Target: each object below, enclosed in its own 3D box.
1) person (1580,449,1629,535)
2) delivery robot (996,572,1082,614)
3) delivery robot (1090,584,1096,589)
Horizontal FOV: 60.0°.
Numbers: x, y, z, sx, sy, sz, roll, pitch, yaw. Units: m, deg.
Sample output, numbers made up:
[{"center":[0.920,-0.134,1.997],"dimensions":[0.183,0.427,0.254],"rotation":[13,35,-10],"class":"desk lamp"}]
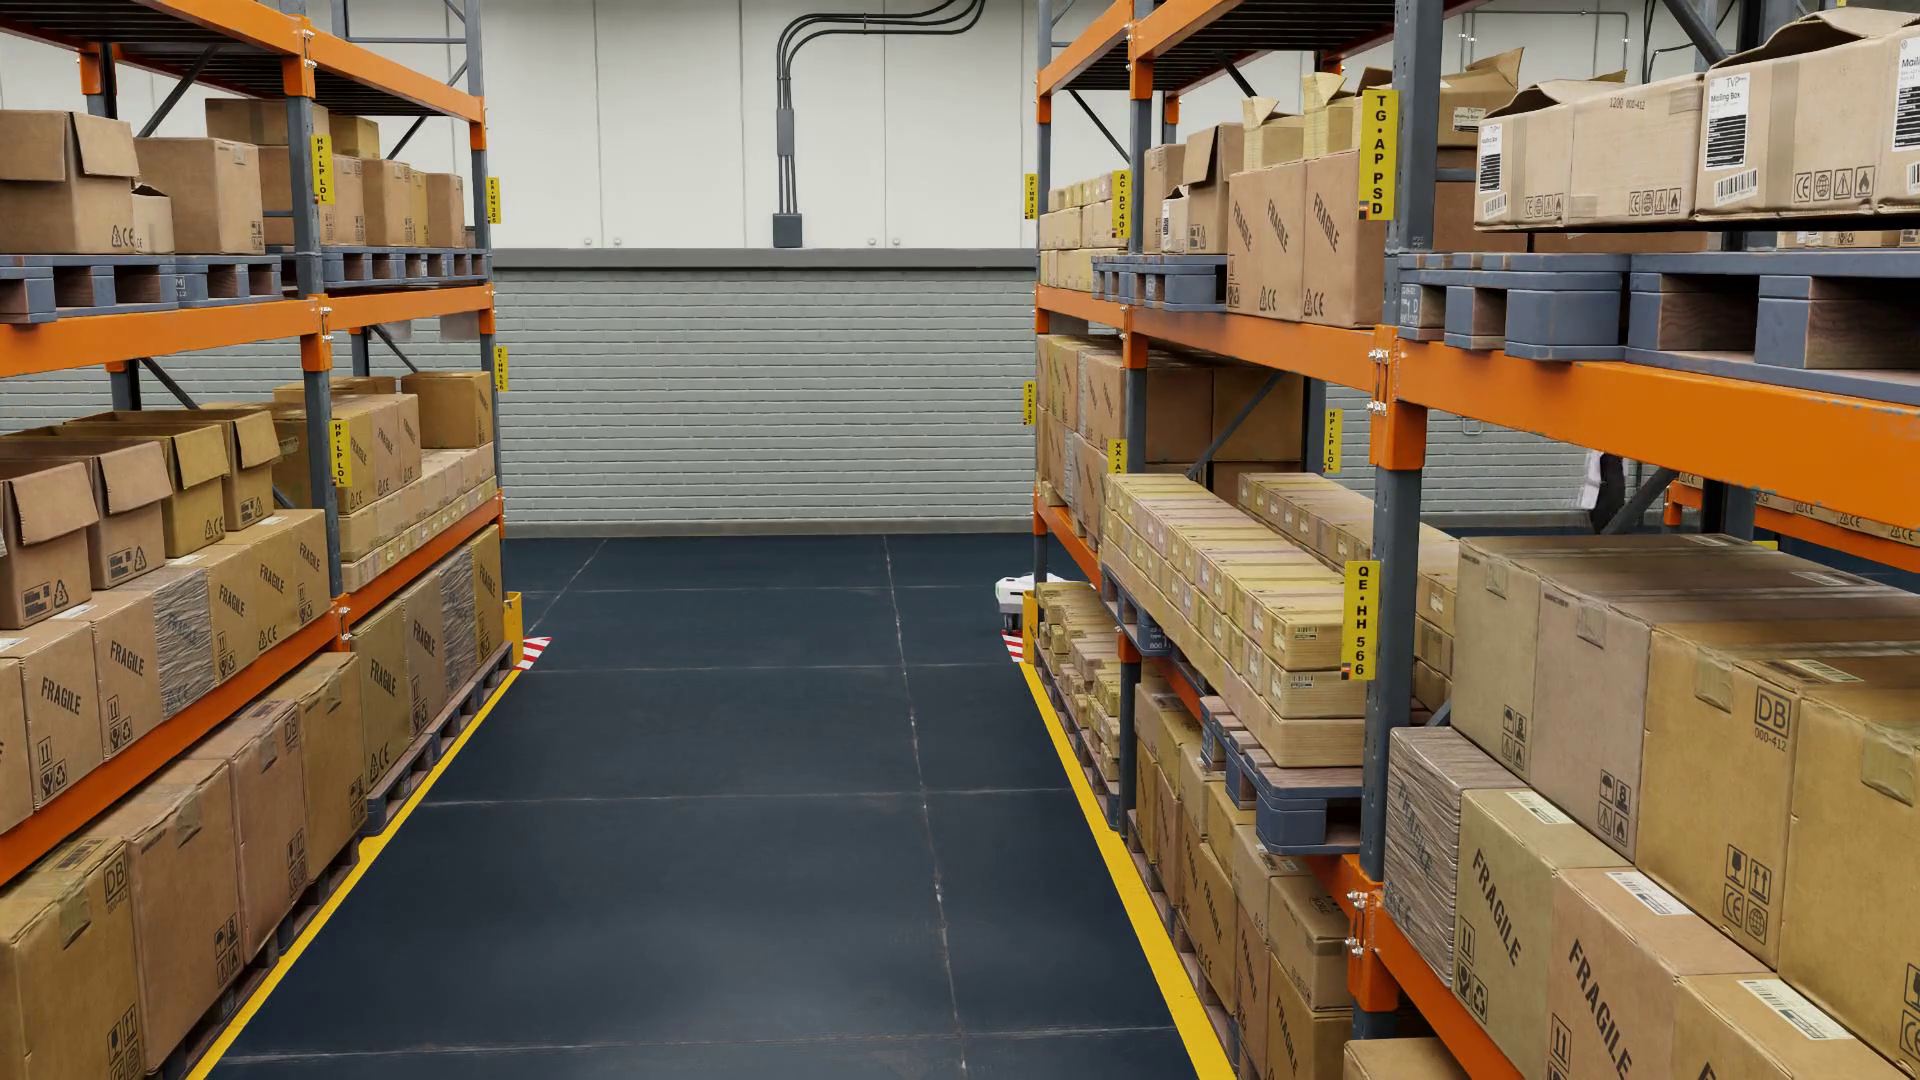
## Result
[{"center":[5.348,-0.242,13.804],"dimensions":[0.488,1.898,0.630],"rotation":[3,10,17],"class":"person"},{"center":[0.653,0.441,13.442],"dimensions":[0.707,0.478,0.477],"rotation":[3,10,17],"class":"delivery robot"},{"center":[1.130,0.507,13.053],"dimensions":[0.707,0.478,0.477],"rotation":[-6,11,-34],"class":"delivery robot"}]
